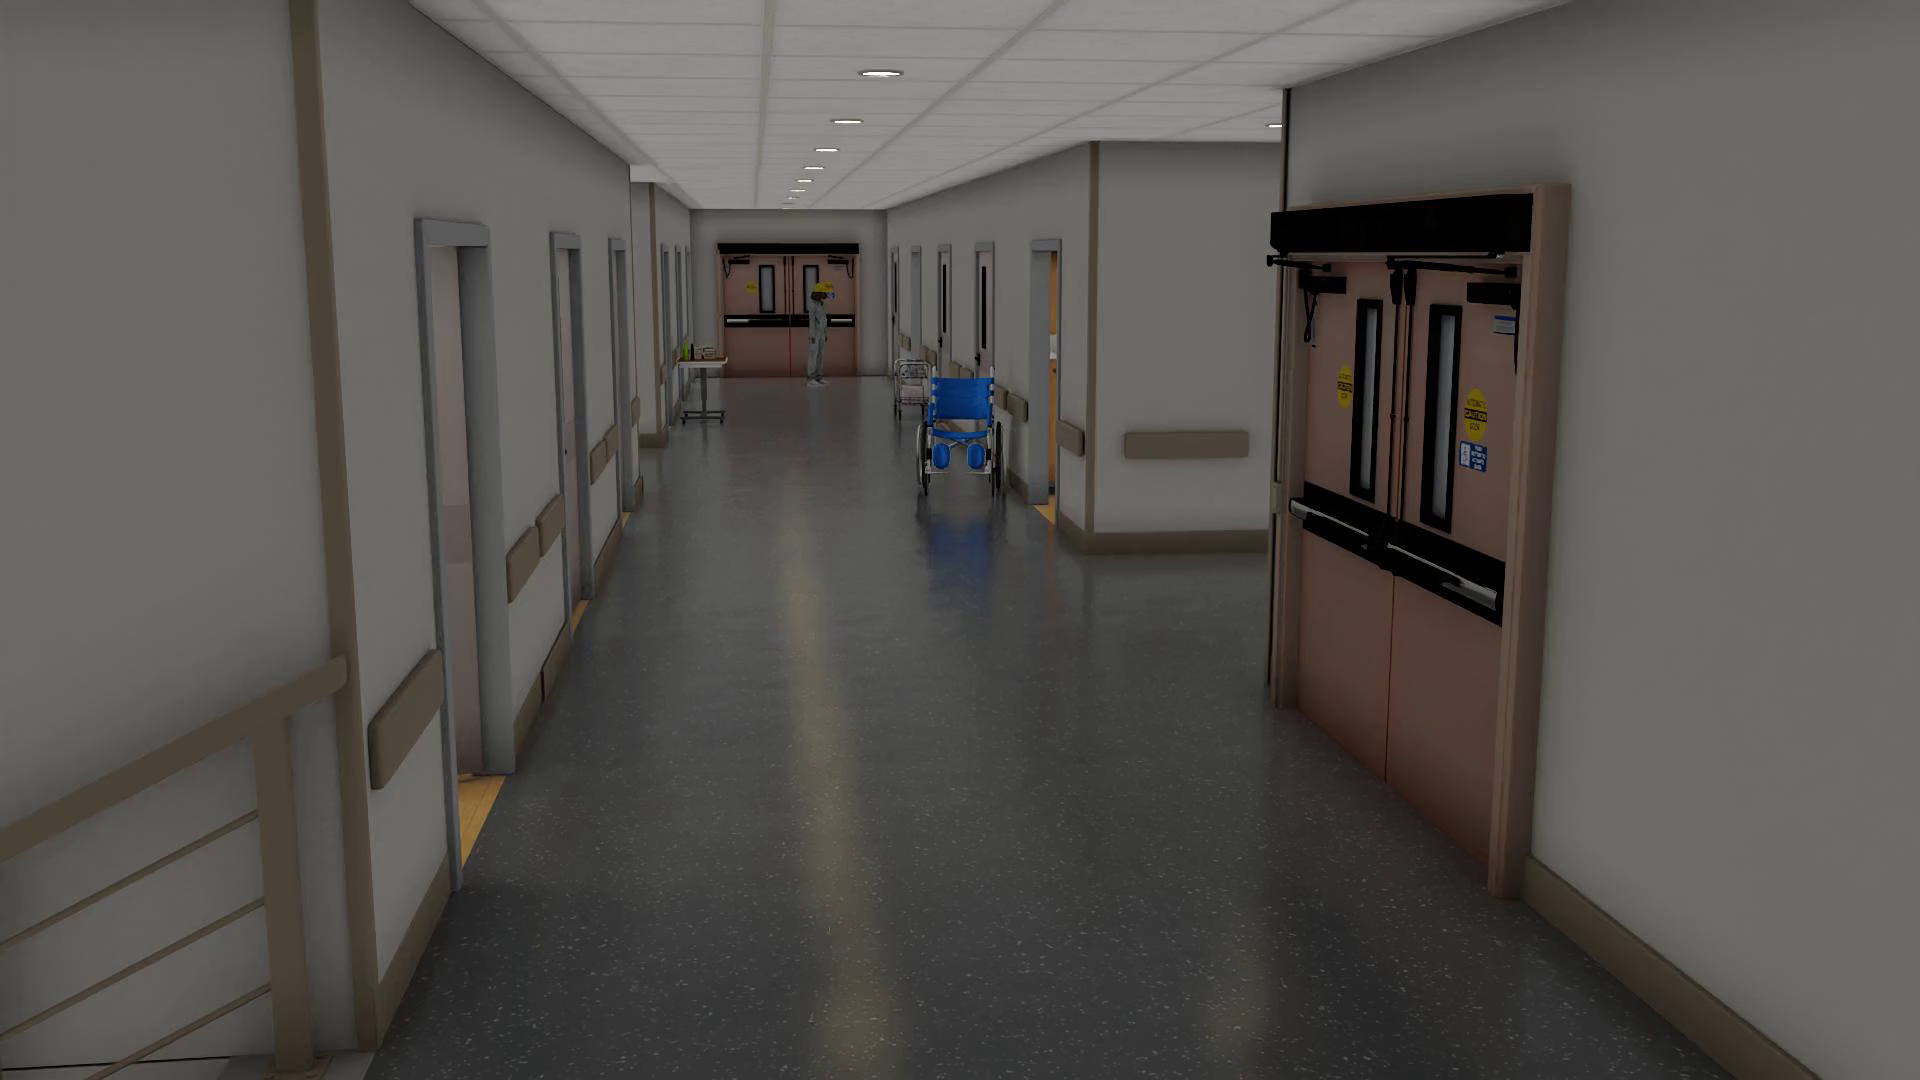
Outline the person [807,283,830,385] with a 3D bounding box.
[{"bbox_3d":[-2.402,-3.496,28.292,0.347,1.735,0.485,5,11,25],"label":"person"}]
